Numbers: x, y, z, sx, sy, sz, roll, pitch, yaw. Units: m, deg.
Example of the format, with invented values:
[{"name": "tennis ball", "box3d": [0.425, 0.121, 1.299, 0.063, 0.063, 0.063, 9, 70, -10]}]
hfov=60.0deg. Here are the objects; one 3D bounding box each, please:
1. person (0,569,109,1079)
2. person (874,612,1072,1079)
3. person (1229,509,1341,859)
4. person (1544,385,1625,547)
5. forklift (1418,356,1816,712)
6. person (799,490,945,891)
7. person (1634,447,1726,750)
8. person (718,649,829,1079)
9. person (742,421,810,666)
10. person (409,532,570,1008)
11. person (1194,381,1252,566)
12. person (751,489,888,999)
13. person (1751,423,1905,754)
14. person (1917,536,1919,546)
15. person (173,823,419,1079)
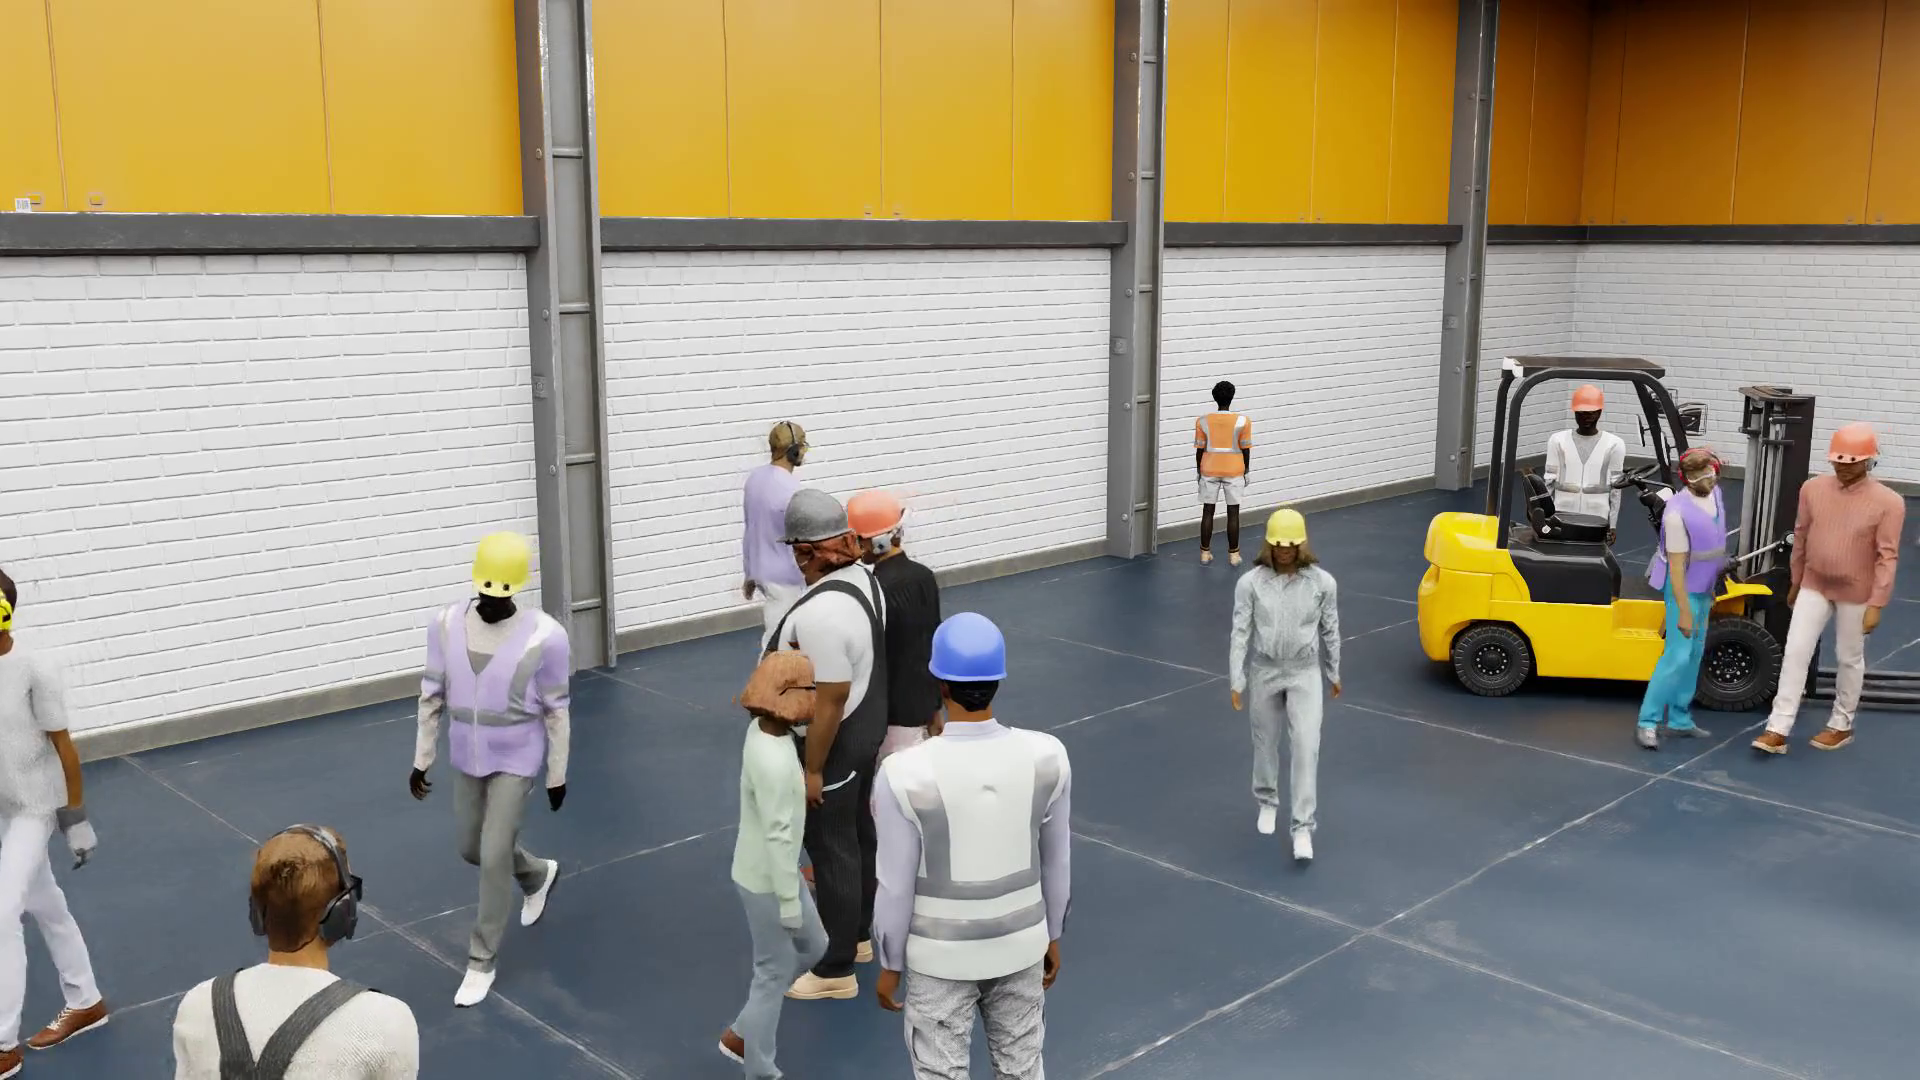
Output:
[{"name": "person", "box3d": [-3.471, 1.016, 5.938, 0.570, 1.837, 0.819, 6, 12, 28]}, {"name": "person", "box3d": [0.036, 1.169, 4.825, 0.601, 1.948, 0.386, -4, 11, -21]}, {"name": "person", "box3d": [1.581, 0.690, 8.100, 0.533, 1.697, 0.859, 2, 11, 11]}, {"name": "person", "box3d": [4.523, -0.164, 12.122, 0.545, 1.938, 0.359, 4, 11, 22]}, {"name": "forklift", "box3d": [4.276, -0.101, 11.076, 2.313, 2.155, 1.214, 2, 11, 13]}, {"name": "person", "box3d": [-0.297, 0.742, 7.216, 0.989, 1.930, 0.602, 3, 11, 18]}, {"name": "person", "box3d": [4.262, 0.333, 9.796, 0.385, 1.809, 0.676, 9, 14, 40]}, {"name": "person", "box3d": [-0.610, 1.166, 5.720, 0.349, 1.617, 0.523, -1, 10, -7]}, {"name": "person", "box3d": [-0.957, 0.238, 9.974, 0.783, 1.914, 0.663, -6, 12, -32]}, {"name": "person", "box3d": [-1.835, 0.855, 6.722, 0.666, 1.877, 0.776, 3, 11, 16]}, {"name": "person", "box3d": [2.399, -0.607, 15.214, 0.531, 1.694, 0.320, 4, 11, 19]}, {"name": "person", "box3d": [-0.564, 0.794, 6.616, 0.536, 2.000, 0.673, 2, 11, 11]}, {"name": "person", "box3d": [4.966, 0.309, 9.501, 0.937, 1.946, 0.630, -8, 13, -38]}, {"name": "person", "box3d": [9.579, -0.856, 15.797, 0.701, 1.977, 0.772, -9, 14, -40]}, {"name": "person", "box3d": [-1.323, 1.483, 3.432, 0.521, 1.827, 0.400, 3, 11, 14]}]
